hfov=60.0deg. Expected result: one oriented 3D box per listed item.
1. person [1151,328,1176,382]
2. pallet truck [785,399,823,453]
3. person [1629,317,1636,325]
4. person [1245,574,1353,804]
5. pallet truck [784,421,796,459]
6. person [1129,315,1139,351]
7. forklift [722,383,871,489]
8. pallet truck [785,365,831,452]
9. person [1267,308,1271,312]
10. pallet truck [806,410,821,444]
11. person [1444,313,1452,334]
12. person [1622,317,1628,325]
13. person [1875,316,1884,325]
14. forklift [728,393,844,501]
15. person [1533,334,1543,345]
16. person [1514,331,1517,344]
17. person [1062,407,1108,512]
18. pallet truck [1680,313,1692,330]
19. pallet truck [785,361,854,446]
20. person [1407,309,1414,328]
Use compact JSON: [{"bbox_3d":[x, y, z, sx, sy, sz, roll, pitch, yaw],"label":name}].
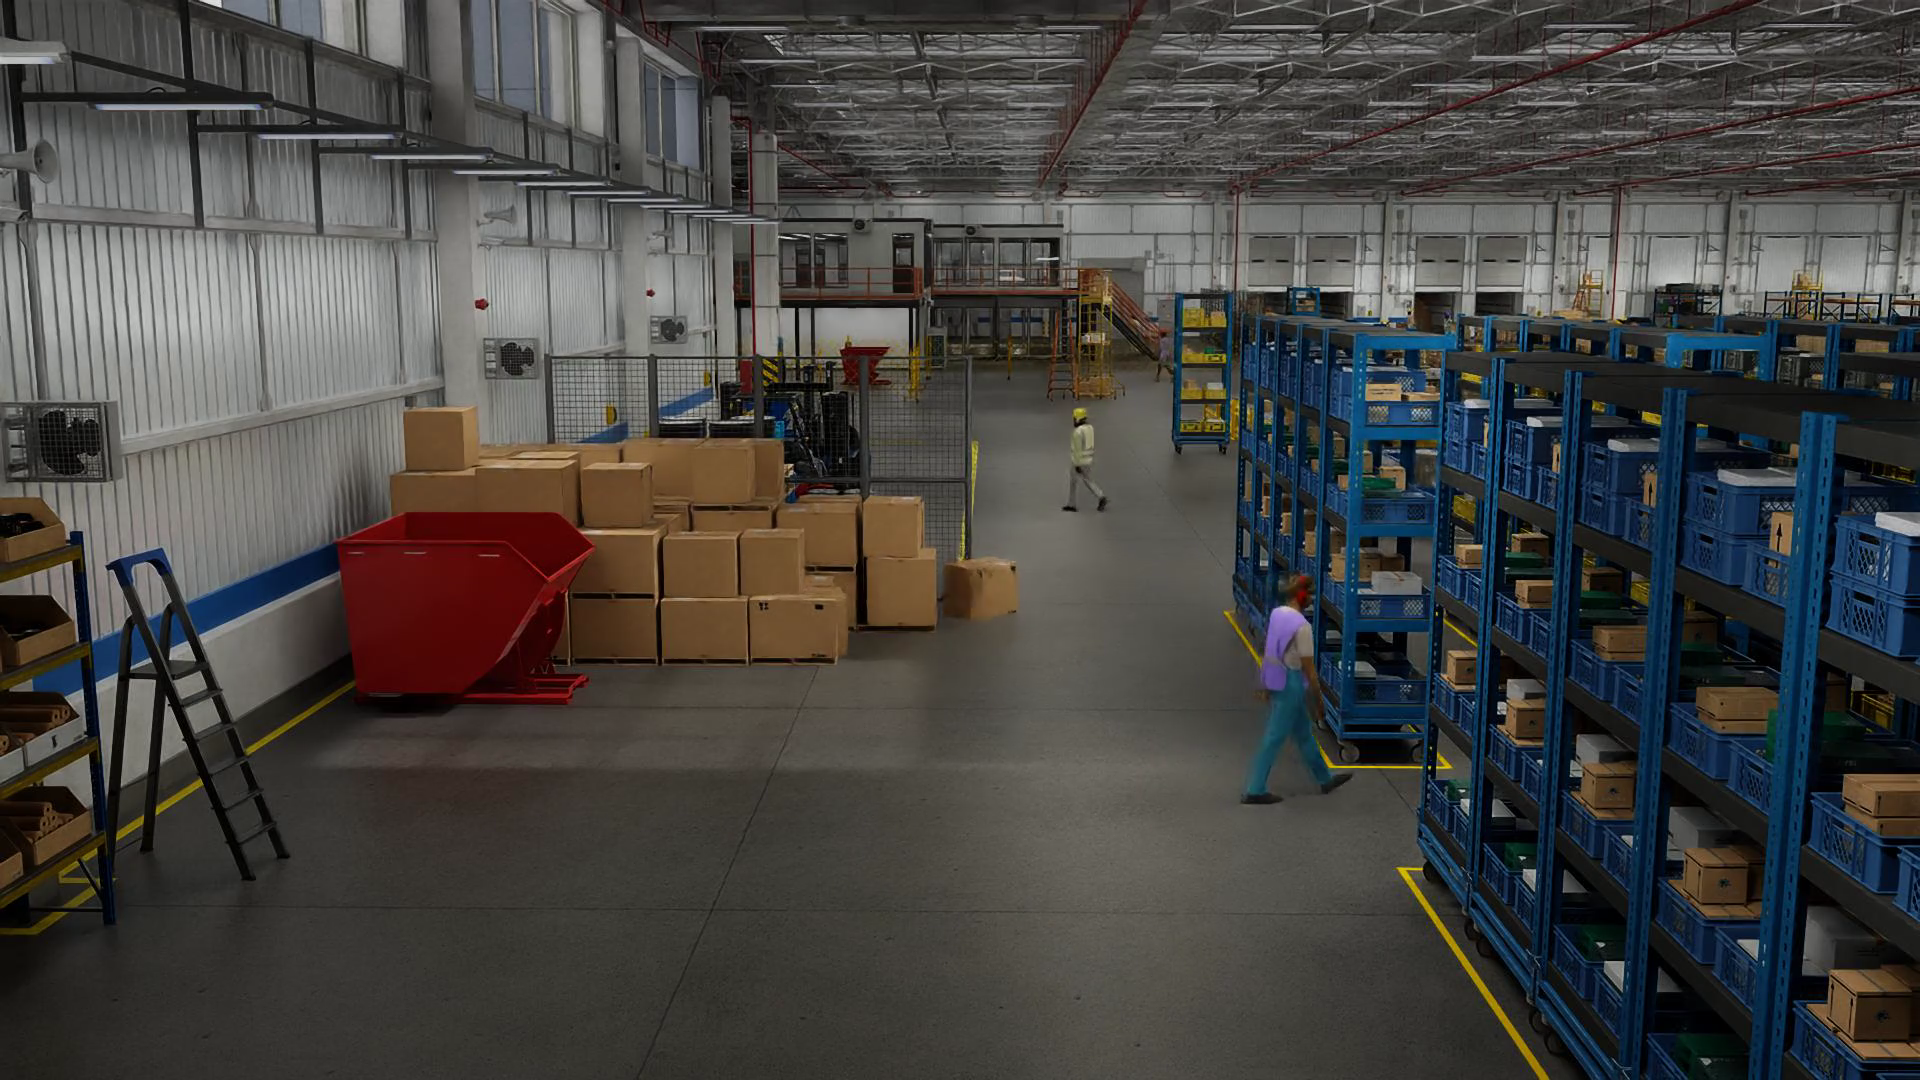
[{"bbox_3d":[7.571,-6.801,61.247,1.004,2.008,0.620,4,10,23],"label":"person"},{"bbox_3d":[-3.814,-2.432,36.419,1.630,1.274,0.653,0,9,1],"label":"pallet truck"},{"bbox_3d":[35.036,-10.827,87.070,0.553,1.655,0.819,-8,12,-41],"label":"person"},{"bbox_3d":[2.640,1.149,12.795,0.957,1.792,0.596,-1,9,-9],"label":"person"},{"bbox_3d":[-4.013,-1.793,32.705,1.601,1.201,0.680,0,9,1],"label":"pallet truck"},{"bbox_3d":[8.873,-10.561,84.902,0.635,1.842,0.429,5,11,29],"label":"person"},{"bbox_3d":[-2.893,-1.687,28.729,2.680,1.987,1.157,0,9,-1],"label":"forklift"},{"bbox_3d":[-3.774,-2.976,37.635,1.885,1.965,0.823,1,9,5],"label":"pallet truck"},{"bbox_3d":[17.891,-12.472,96.482,0.562,1.932,0.464,-6,11,-33],"label":"person"},{"bbox_3d":[-3.559,-2.018,33.905,1.522,1.261,0.704,0,9,-1],"label":"pallet truck"},{"bbox_3d":[25.150,-10.760,85.852,0.415,1.940,0.601,-2,10,-15],"label":"person"},{"bbox_3d":[31.026,-9.439,77.755,0.587,1.918,0.398,5,10,26],"label":"person"},{"bbox_3d":[44.176,-9.848,80.270,0.655,1.914,0.801,-5,10,-26],"label":"person"},{"bbox_3d":[-2.979,-1.316,26.476,2.680,1.987,1.157,0,9,1],"label":"forklift"},{"bbox_3d":[24.136,-8.177,69.726,0.623,1.992,0.397,0,9,1],"label":"person"},{"bbox_3d":[28.852,-10.642,85.541,0.943,1.810,0.617,1,9,9],"label":"person"},{"bbox_3d":[2.129,-1.354,28.243,0.739,1.810,0.587,7,12,37],"label":"person"},{"bbox_3d":[36.315,-10.531,84.244,0.823,1.965,1.885,-6,11,-33],"label":"pallet truck"},{"bbox_3d":[-3.410,-3.193,38.978,1.885,1.965,0.823,0,9,-1],"label":"pallet truck"},{"bbox_3d":[25.609,-12.190,94.729,0.398,1.919,0.588,8,12,39],"label":"person"}]
